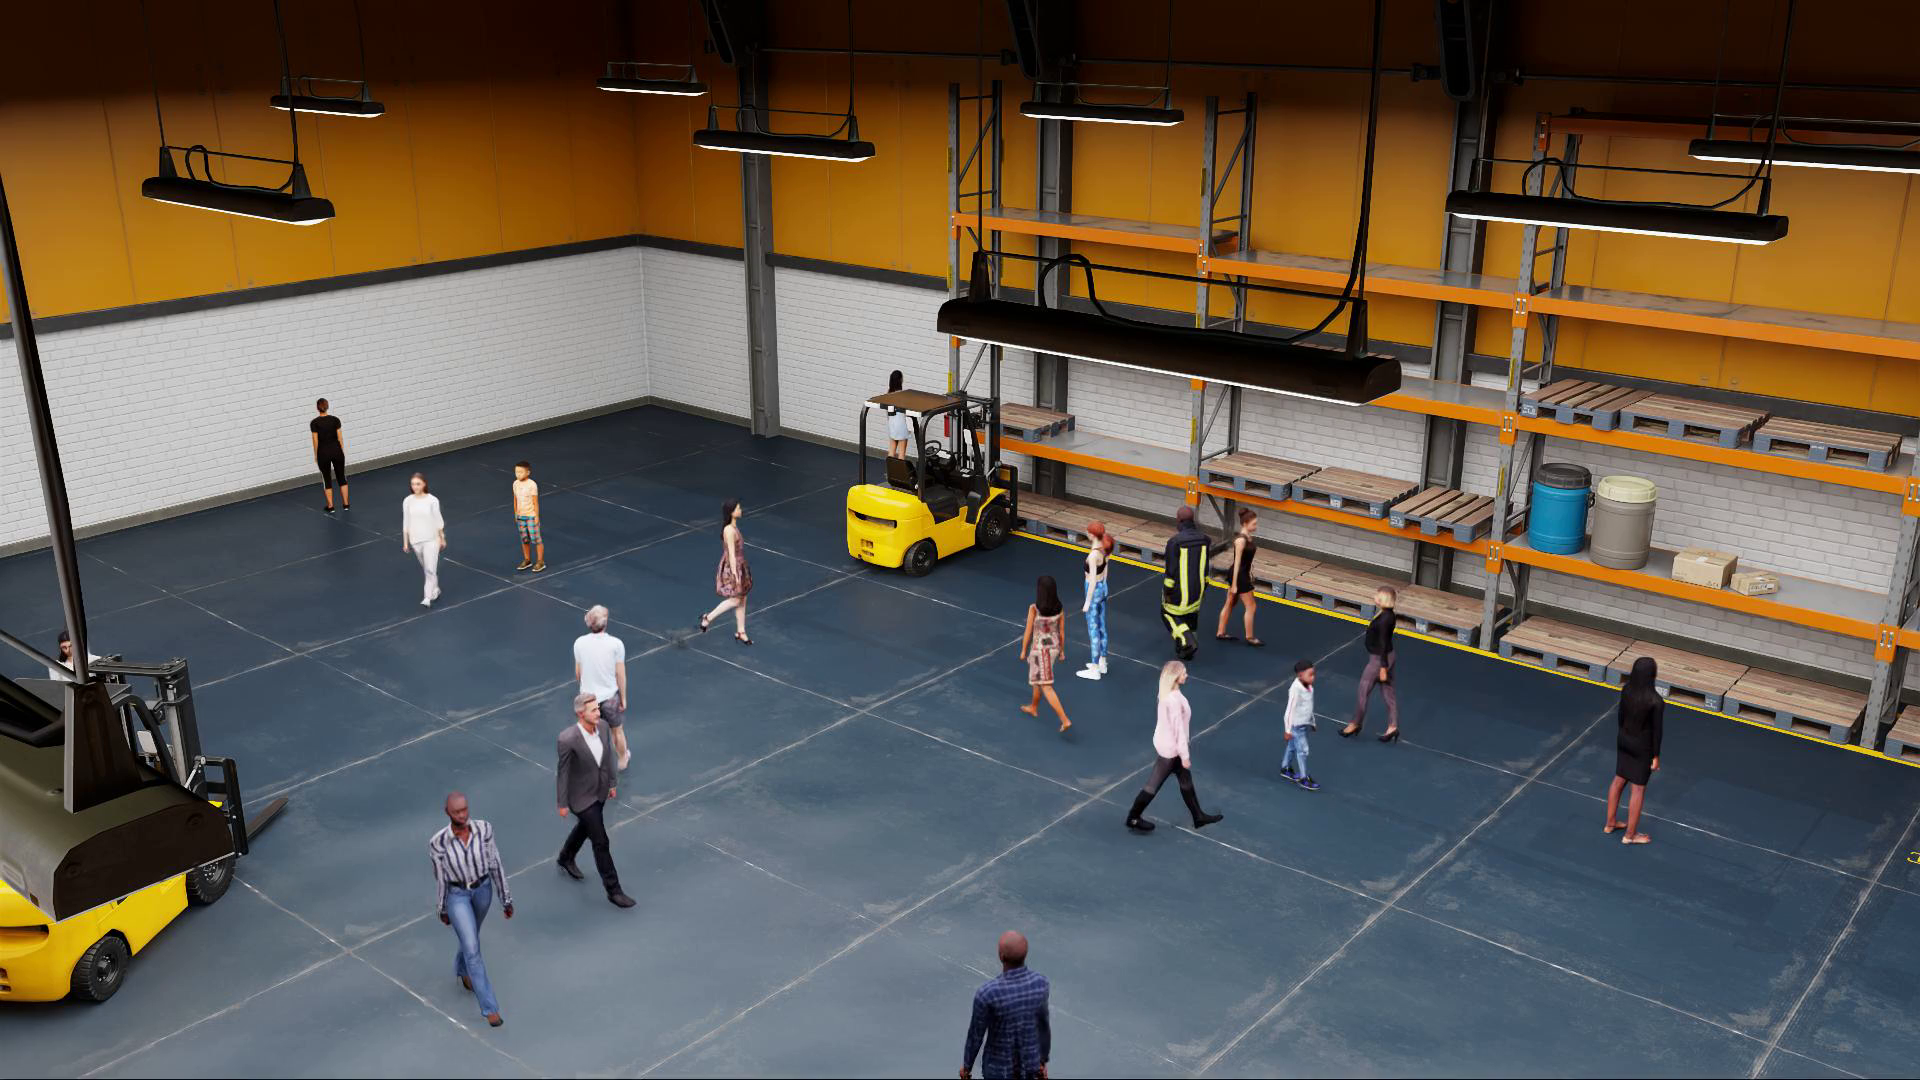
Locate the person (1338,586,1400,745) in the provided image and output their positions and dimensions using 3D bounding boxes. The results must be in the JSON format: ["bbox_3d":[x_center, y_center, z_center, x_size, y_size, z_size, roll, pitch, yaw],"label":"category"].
[{"bbox_3d":[4.273,1.269,16.499,0.900,1.652,0.746,8,20,23],"label":"person"}]

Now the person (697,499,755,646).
[{"bbox_3d":[-2.654,0.395,18.923,0.996,1.762,0.936,-2,19,-5],"label":"person"}]

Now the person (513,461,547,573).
[{"bbox_3d":[-5.586,-0.322,21.524,0.527,1.459,0.636,6,19,17],"label":"person"}]

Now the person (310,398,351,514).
[{"bbox_3d":[-9.056,-1.232,23.899,0.644,1.668,0.625,-11,21,-29],"label":"person"}]

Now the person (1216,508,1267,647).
[{"bbox_3d":[3.123,0.432,18.977,0.944,1.656,0.859,5,19,14],"label":"person"}]

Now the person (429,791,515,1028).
[{"bbox_3d":[-3.650,2.646,12.272,0.810,1.741,1.232,-14,23,-36],"label":"person"}]

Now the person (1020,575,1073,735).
[{"bbox_3d":[0.902,1.178,16.836,0.780,1.610,1.164,-14,23,-36],"label":"person"}]

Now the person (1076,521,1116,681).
[{"bbox_3d":[1.483,0.646,18.137,0.629,1.788,0.608,11,21,29],"label":"person"}]

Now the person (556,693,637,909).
[{"bbox_3d":[-3.136,2.104,13.806,1.273,1.788,0.855,11,21,29],"label":"person"}]

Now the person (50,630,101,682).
[{"bbox_3d":[-7.975,1.643,15.179,0.770,1.786,0.976,-15,23,-37],"label":"person"}]

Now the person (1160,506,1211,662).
[{"bbox_3d":[2.545,0.517,18.488,0.940,1.808,1.037,-8,20,-23],"label":"person"}]

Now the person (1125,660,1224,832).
[{"bbox_3d":[1.770,1.865,14.747,1.185,1.640,1.044,1,19,2],"label":"person"}]

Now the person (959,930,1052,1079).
[{"bbox_3d":[0.364,3.282,10.291,0.788,1.800,0.848,-11,22,-31],"label":"person"}]

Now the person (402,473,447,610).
[{"bbox_3d":[-6.519,-0.021,20.329,1.059,1.652,1.070,0,19,1],"label":"person"}]

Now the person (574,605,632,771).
[{"bbox_3d":[-3.364,1.542,15.468,1.087,1.794,1.134,-2,19,-4],"label":"person"}]

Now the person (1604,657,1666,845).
[{"bbox_3d":[5.980,1.836,14.707,0.738,1.721,0.593,-8,20,-22],"label":"person"}]

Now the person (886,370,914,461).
[{"bbox_3d":[-0.949,-1.741,25.314,0.469,1.731,0.650,14,23,35],"label":"person"}]

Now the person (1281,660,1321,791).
[{"bbox_3d":[3.167,1.715,15.813,0.687,1.245,0.505,14,23,37],"label":"person"}]
